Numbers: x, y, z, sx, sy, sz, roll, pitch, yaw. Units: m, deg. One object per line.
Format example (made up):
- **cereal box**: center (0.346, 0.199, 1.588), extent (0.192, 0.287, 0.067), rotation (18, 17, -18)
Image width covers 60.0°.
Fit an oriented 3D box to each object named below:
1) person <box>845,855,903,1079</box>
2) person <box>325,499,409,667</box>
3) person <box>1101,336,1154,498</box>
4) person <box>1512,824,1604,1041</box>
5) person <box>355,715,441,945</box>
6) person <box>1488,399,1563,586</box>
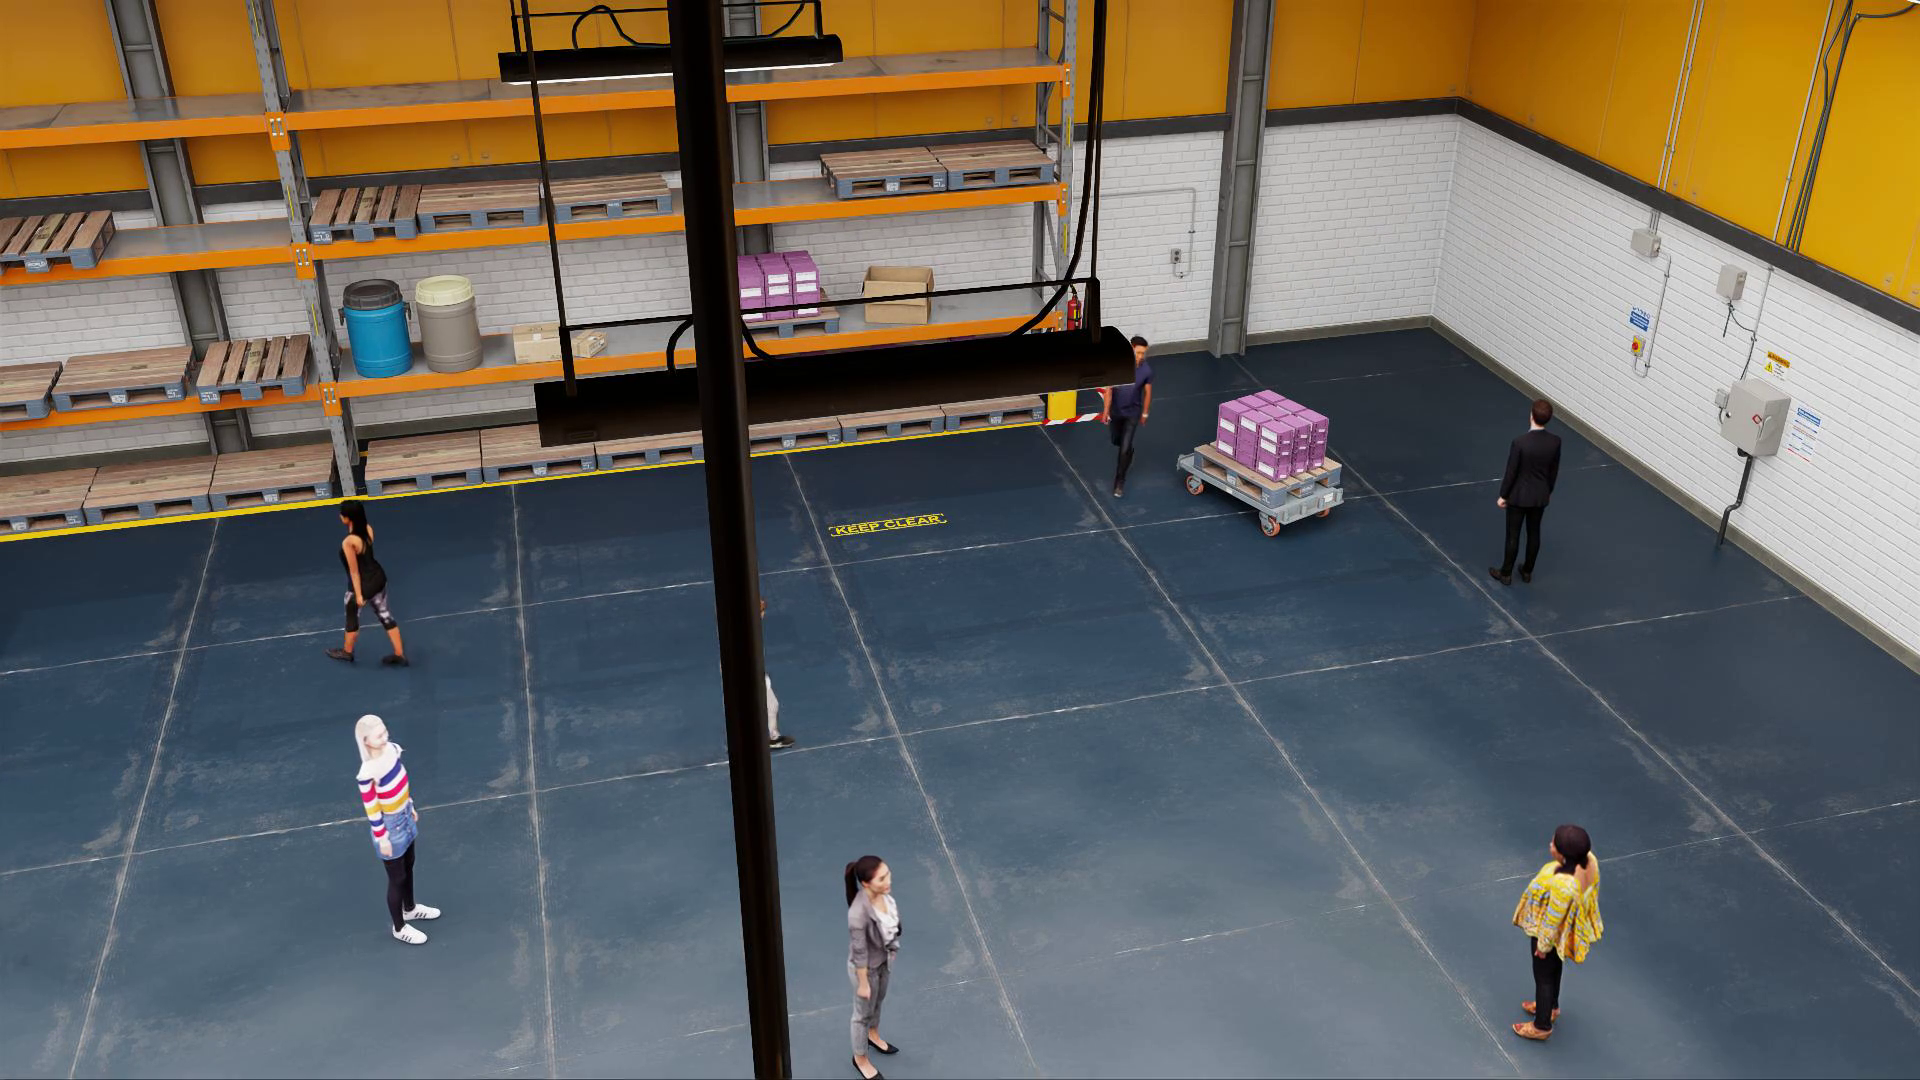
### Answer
- **person**: center (-0.551, 2.643, 10.395), extent (0.754, 1.677, 0.718), rotation (10, 30, 18)
- **person**: center (-5.115, 0.398, 14.543), extent (1.067, 1.644, 0.893), rotation (6, 29, 11)
- **person**: center (1.778, -1.384, 17.700), extent (1.130, 1.749, 1.087), rotation (10, 30, 17)
- **person**: center (3.836, 2.505, 10.674), extent (0.943, 1.651, 0.878), rotation (19, 34, 31)
- **person**: center (-3.924, 1.972, 11.487), extent (0.661, 1.809, 0.719), rotation (3, 29, 6)
- **person**: center (5.411, -0.450, 15.837), extent (0.562, 1.894, 0.763), rotation (-5, 29, -9)
